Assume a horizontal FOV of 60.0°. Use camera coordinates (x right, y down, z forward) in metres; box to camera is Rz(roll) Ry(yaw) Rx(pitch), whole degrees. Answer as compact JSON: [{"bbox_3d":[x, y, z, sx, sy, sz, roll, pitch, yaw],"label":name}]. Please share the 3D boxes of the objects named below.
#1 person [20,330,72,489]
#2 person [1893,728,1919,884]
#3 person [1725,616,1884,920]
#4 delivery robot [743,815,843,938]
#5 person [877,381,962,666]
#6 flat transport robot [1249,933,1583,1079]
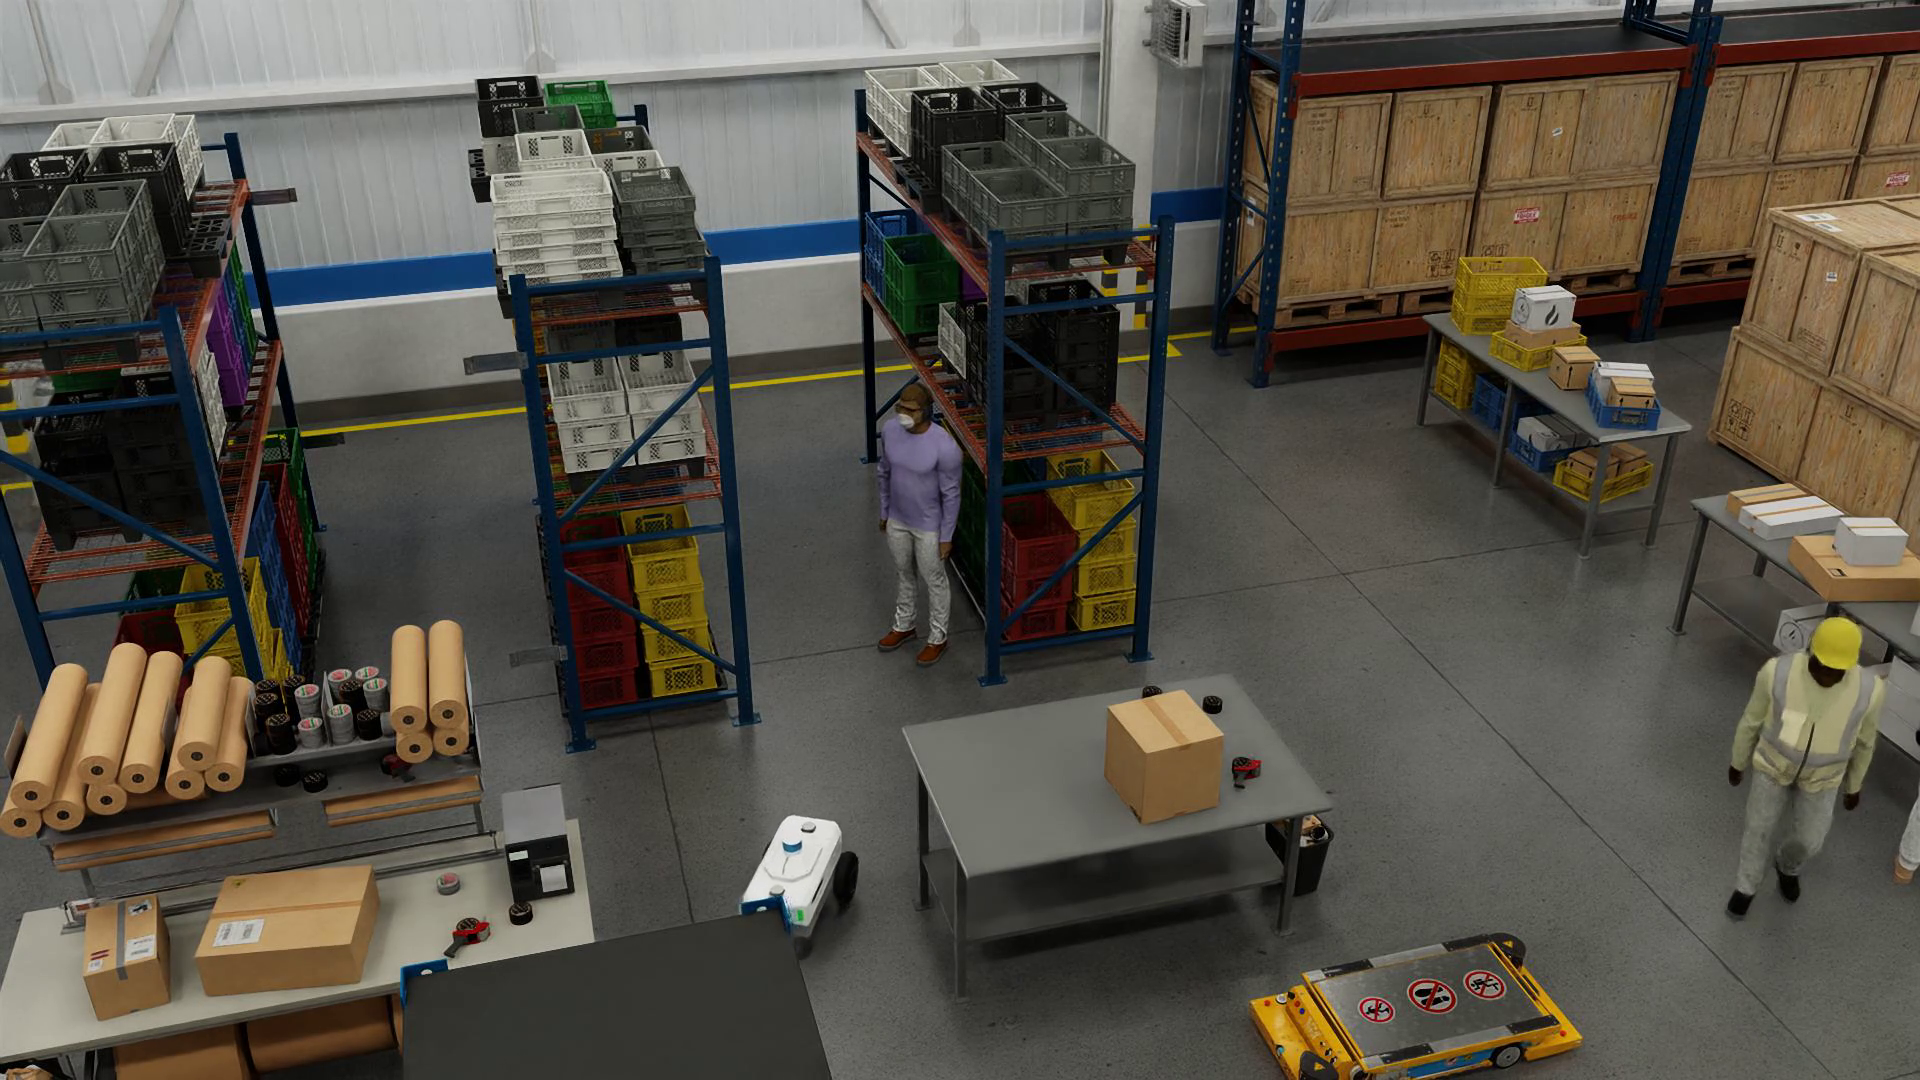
[{"bbox_3d":[-6.784,-1.066,12.442,0.499,1.848,0.598,-5,29,-9],"label":"person"},{"bbox_3d":[5.281,1.051,8.601,0.619,1.844,0.430,24,37,37],"label":"person"},{"bbox_3d":[4.249,1.147,8.450,0.624,1.812,0.408,14,32,24],"label":"person"},{"bbox_3d":[-0.859,1.732,8.596,0.477,0.478,0.707,6,29,11],"label":"delivery robot"},{"bbox_3d":[-0.274,-0.111,10.617,0.629,1.940,0.372,20,35,32],"label":"person"},{"bbox_3d":[2.184,2.282,7.980,1.431,0.197,0.652,-8,30,-14],"label":"flat transport robot"}]
